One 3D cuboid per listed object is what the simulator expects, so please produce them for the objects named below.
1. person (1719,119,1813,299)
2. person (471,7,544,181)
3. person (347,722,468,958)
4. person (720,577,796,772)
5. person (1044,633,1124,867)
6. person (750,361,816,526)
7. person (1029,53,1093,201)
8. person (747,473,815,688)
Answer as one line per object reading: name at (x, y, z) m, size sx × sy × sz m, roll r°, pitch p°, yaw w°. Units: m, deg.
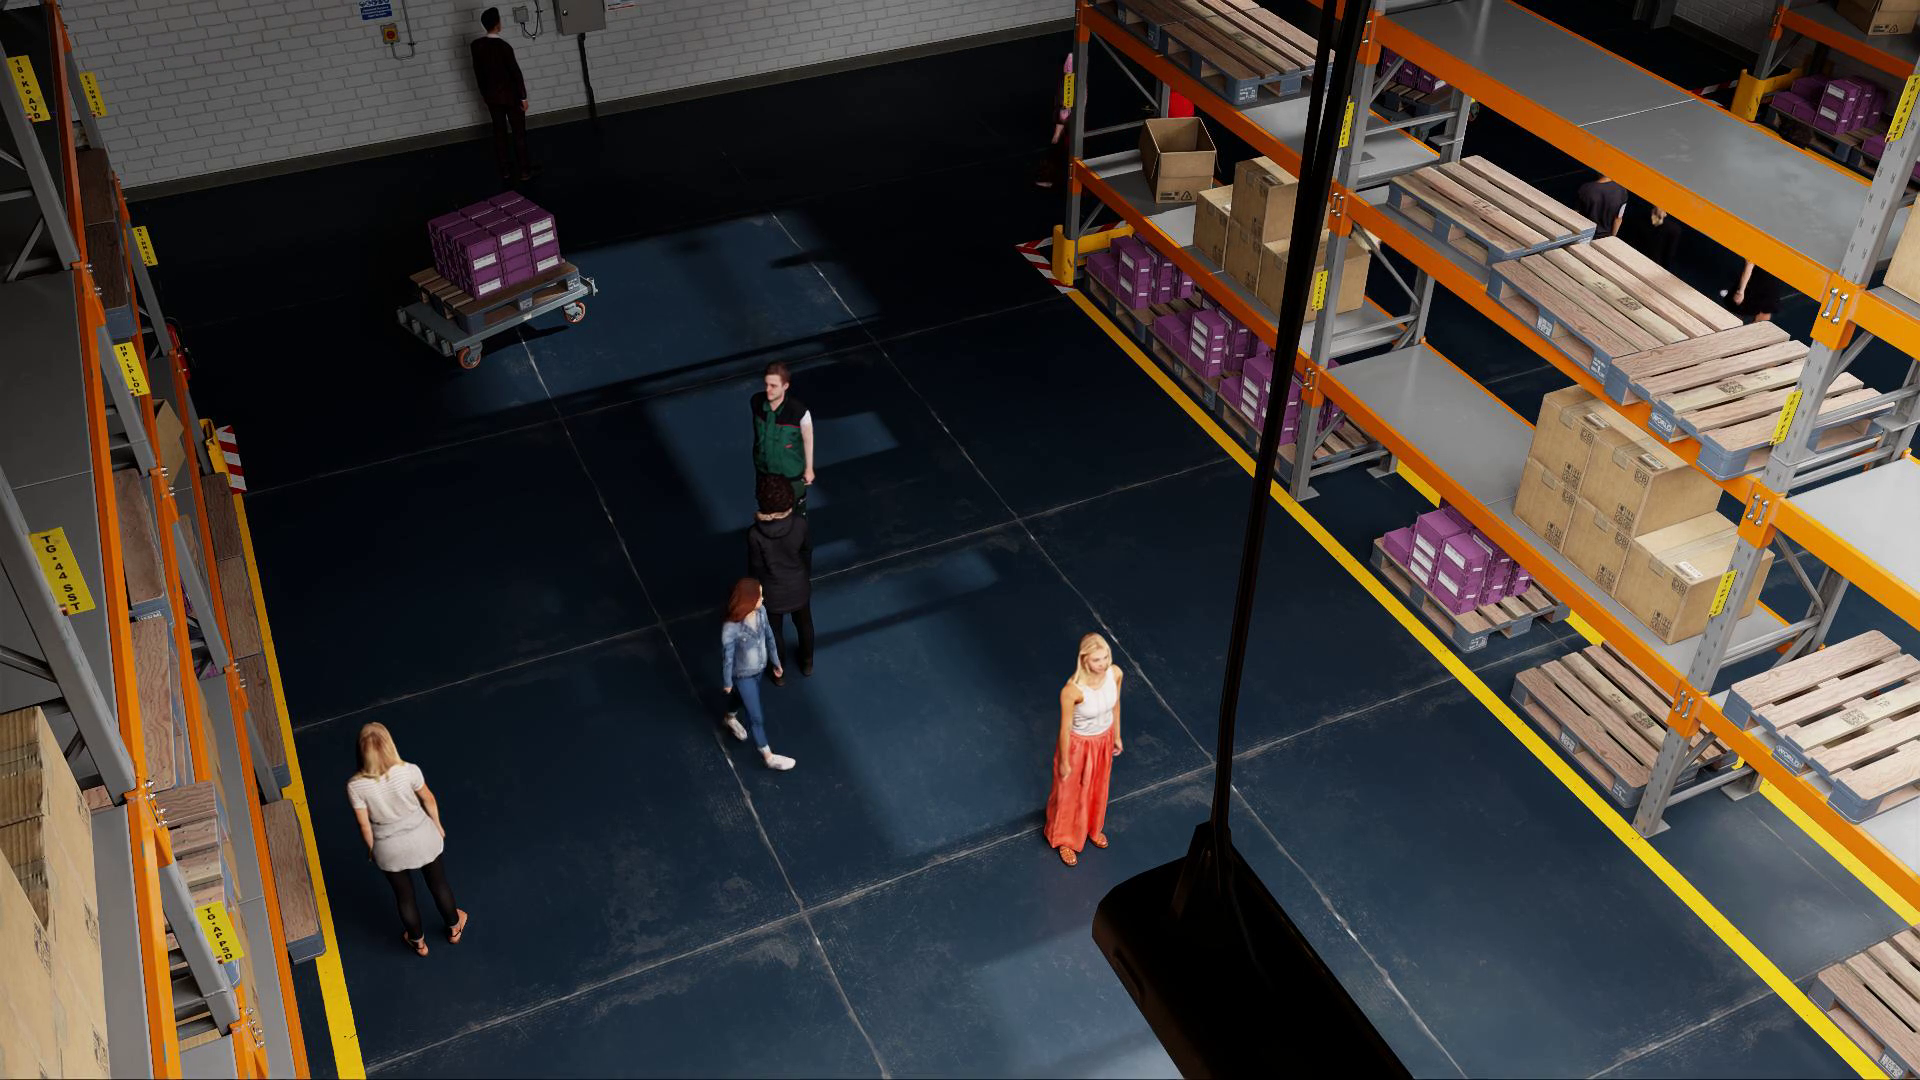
person at (7.648, -3.103, 15.719) m, size 0.733 × 1.809 × 0.655 m, roll -28°, pitch 46°, yaw -30°
person at (-4.866, -4.746, 17.731) m, size 0.782 × 1.865 × 0.822 m, roll 10°, pitch 40°, yaw 12°
person at (-3.212, 1.745, 9.634) m, size 0.580 × 1.827 × 0.508 m, roll -16°, pitch 41°, yaw -19°
person at (-1.462, 0.824, 11.098) m, size 1.035 × 1.439 × 0.898 m, roll 25°, pitch 45°, yaw 28°
person at (0.782, 1.262, 10.259) m, size 0.670 × 1.802 × 0.623 m, roll -23°, pitch 44°, yaw -26°
person at (-1.337, -0.550, 12.496) m, size 0.726 × 1.842 × 0.797 m, roll 15°, pitch 41°, yaw 18°
person at (1.199, -4.288, 17.344) m, size 1.041 × 1.632 × 1.011 m, roll 9°, pitch 40°, yaw 11°
person at (-1.222, 0.284, 11.500) m, size 0.604 × 1.781 × 0.586 m, roll -16°, pitch 41°, yaw -19°
